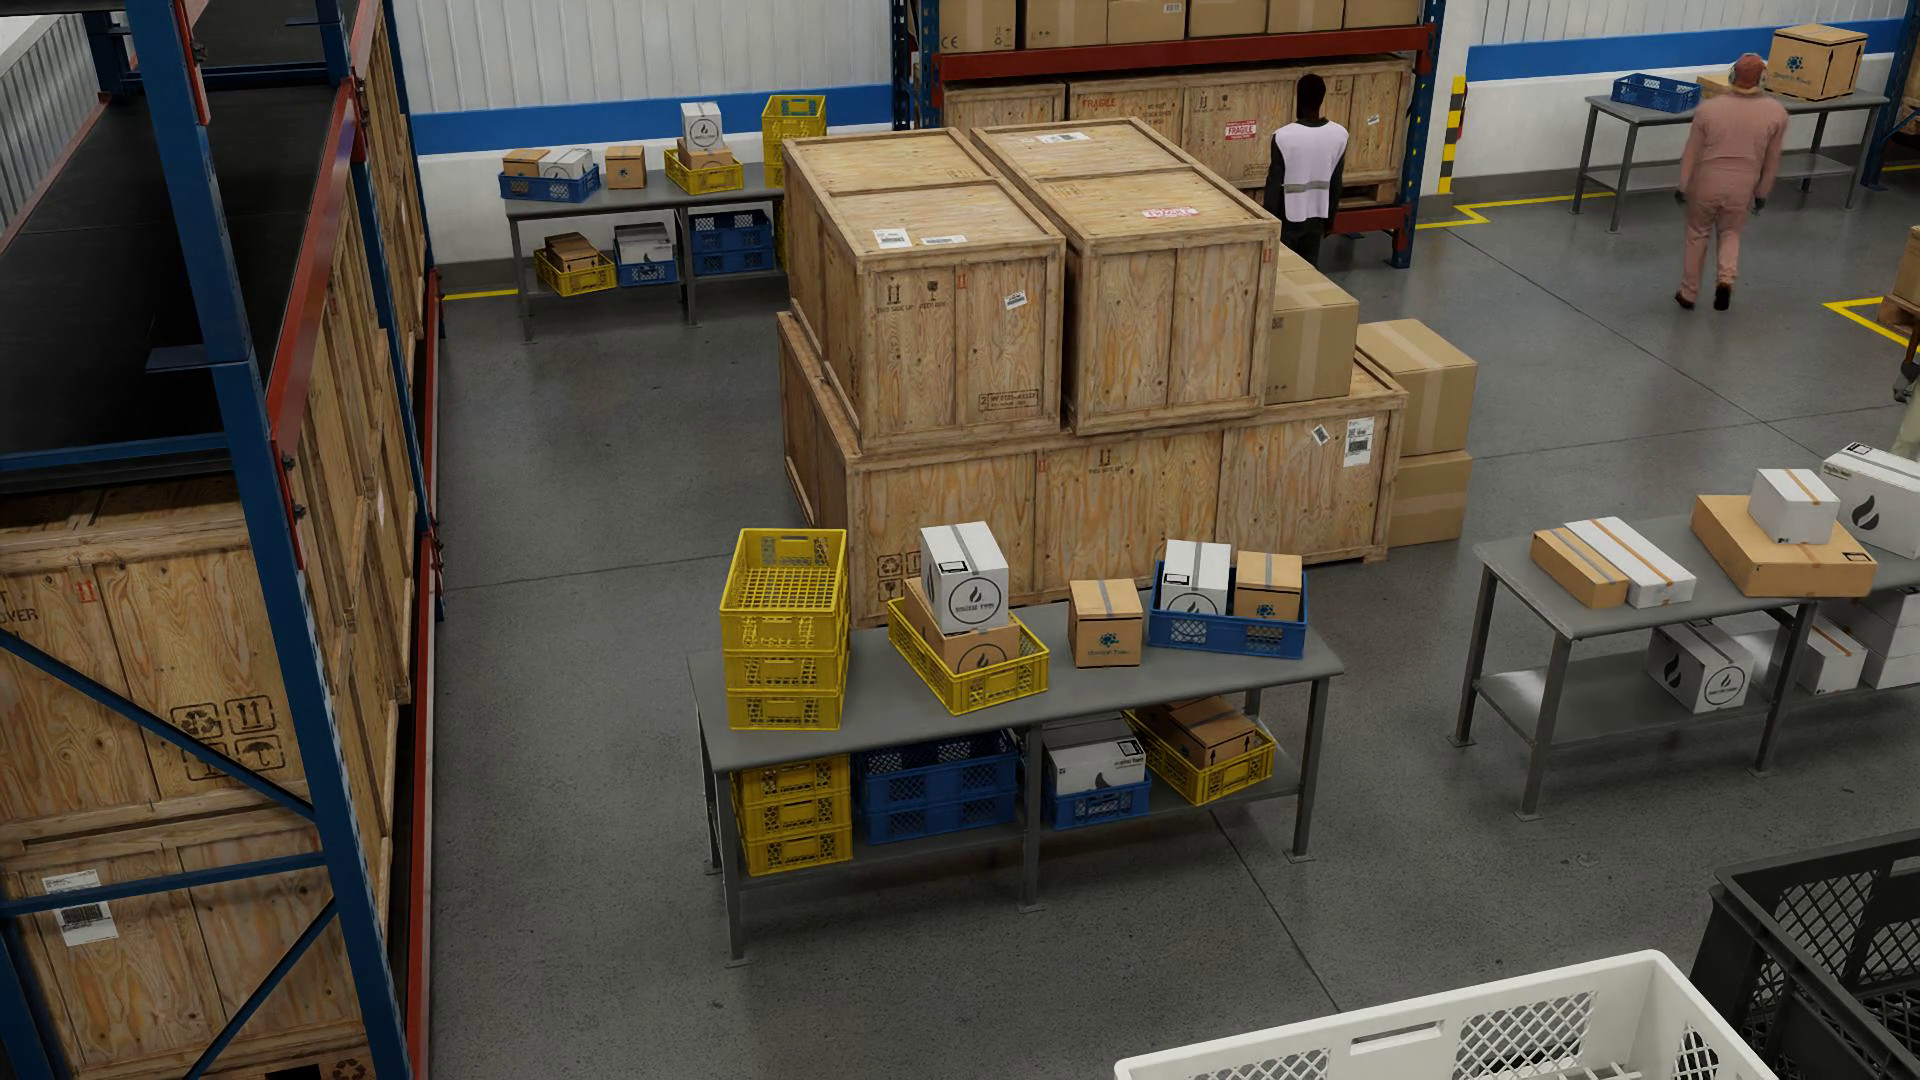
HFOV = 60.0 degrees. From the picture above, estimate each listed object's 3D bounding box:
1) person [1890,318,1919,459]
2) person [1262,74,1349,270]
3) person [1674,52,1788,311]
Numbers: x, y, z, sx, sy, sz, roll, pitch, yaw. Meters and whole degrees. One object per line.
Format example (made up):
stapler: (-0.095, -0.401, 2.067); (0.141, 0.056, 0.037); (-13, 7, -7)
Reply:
person: (5.368, -0.871, 9.019); (0.513, 1.877, 0.328); (15, 32, 26)
person: (2.348, -2.230, 11.456); (0.601, 1.908, 0.405); (-12, 31, -21)
person: (5.548, -2.571, 12.091); (0.649, 1.895, 0.474); (5, 29, 10)
